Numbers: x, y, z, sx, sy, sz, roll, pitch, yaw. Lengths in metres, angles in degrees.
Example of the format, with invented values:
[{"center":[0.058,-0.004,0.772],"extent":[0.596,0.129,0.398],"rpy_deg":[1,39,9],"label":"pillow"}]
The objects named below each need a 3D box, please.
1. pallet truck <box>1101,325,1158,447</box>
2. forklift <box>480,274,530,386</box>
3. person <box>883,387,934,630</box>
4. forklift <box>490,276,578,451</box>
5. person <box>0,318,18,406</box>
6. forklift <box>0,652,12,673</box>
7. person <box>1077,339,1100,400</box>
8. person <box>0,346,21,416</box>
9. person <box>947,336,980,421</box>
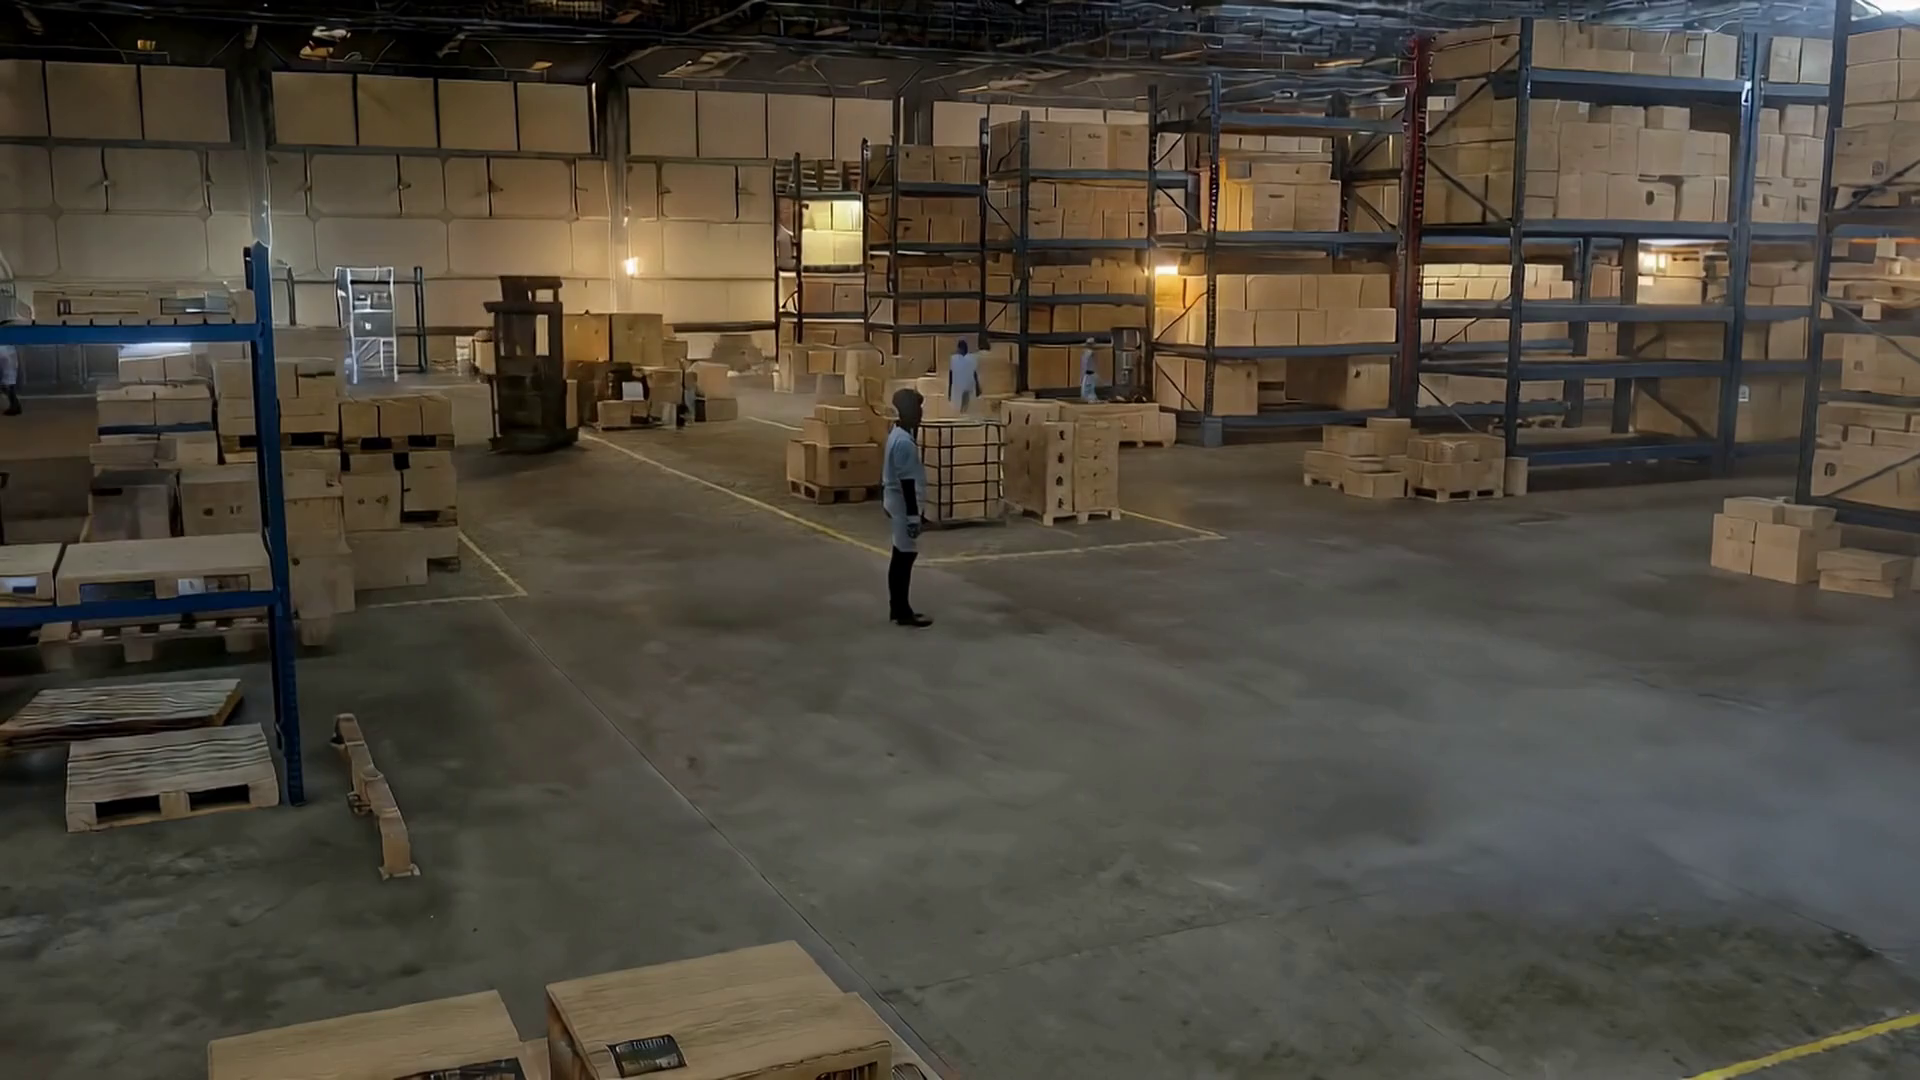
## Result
[{"center":[2.881,-2.596,27.923],"extent":[0.823,1.965,1.885],"rpy_deg":[-1,9,-7],"label":"pallet truck"},{"center":[-11.254,-5.376,42.442],"extent":[1.873,2.768,1.129],"rpy_deg":[-4,10,-25],"label":"forklift"},{"center":[-0.433,-0.256,13.501],"extent":[0.368,1.966,0.603],"rpy_deg":[-2,9,-12],"label":"person"},{"center":[-6.974,-2.920,27.201],"extent":[1.129,2.768,1.873],"rpy_deg":[-1,9,-3],"label":"forklift"},{"center":[-20.445,-3.781,35.469],"extent":[0.639,1.928,0.430],"rpy_deg":[-7,11,-36],"label":"person"},{"center":[-7.860,-0.430,11.757],"extent":[1.873,2.768,1.129],"rpy_deg":[-4,10,-25],"label":"forklift"},{"center":[2.527,-3.145,32.573],"extent":[0.855,1.592,0.533],"rpy_deg":[-4,10,-23],"label":"person"},{"center":[-19.229,-3.435,33.421],"extent":[0.546,1.902,0.575],"rpy_deg":[9,13,44],"label":"person"},{"center":[0.119,-2.512,27.918],"extent":[0.533,1.837,0.695],"rpy_deg":[6,11,33],"label":"person"}]
